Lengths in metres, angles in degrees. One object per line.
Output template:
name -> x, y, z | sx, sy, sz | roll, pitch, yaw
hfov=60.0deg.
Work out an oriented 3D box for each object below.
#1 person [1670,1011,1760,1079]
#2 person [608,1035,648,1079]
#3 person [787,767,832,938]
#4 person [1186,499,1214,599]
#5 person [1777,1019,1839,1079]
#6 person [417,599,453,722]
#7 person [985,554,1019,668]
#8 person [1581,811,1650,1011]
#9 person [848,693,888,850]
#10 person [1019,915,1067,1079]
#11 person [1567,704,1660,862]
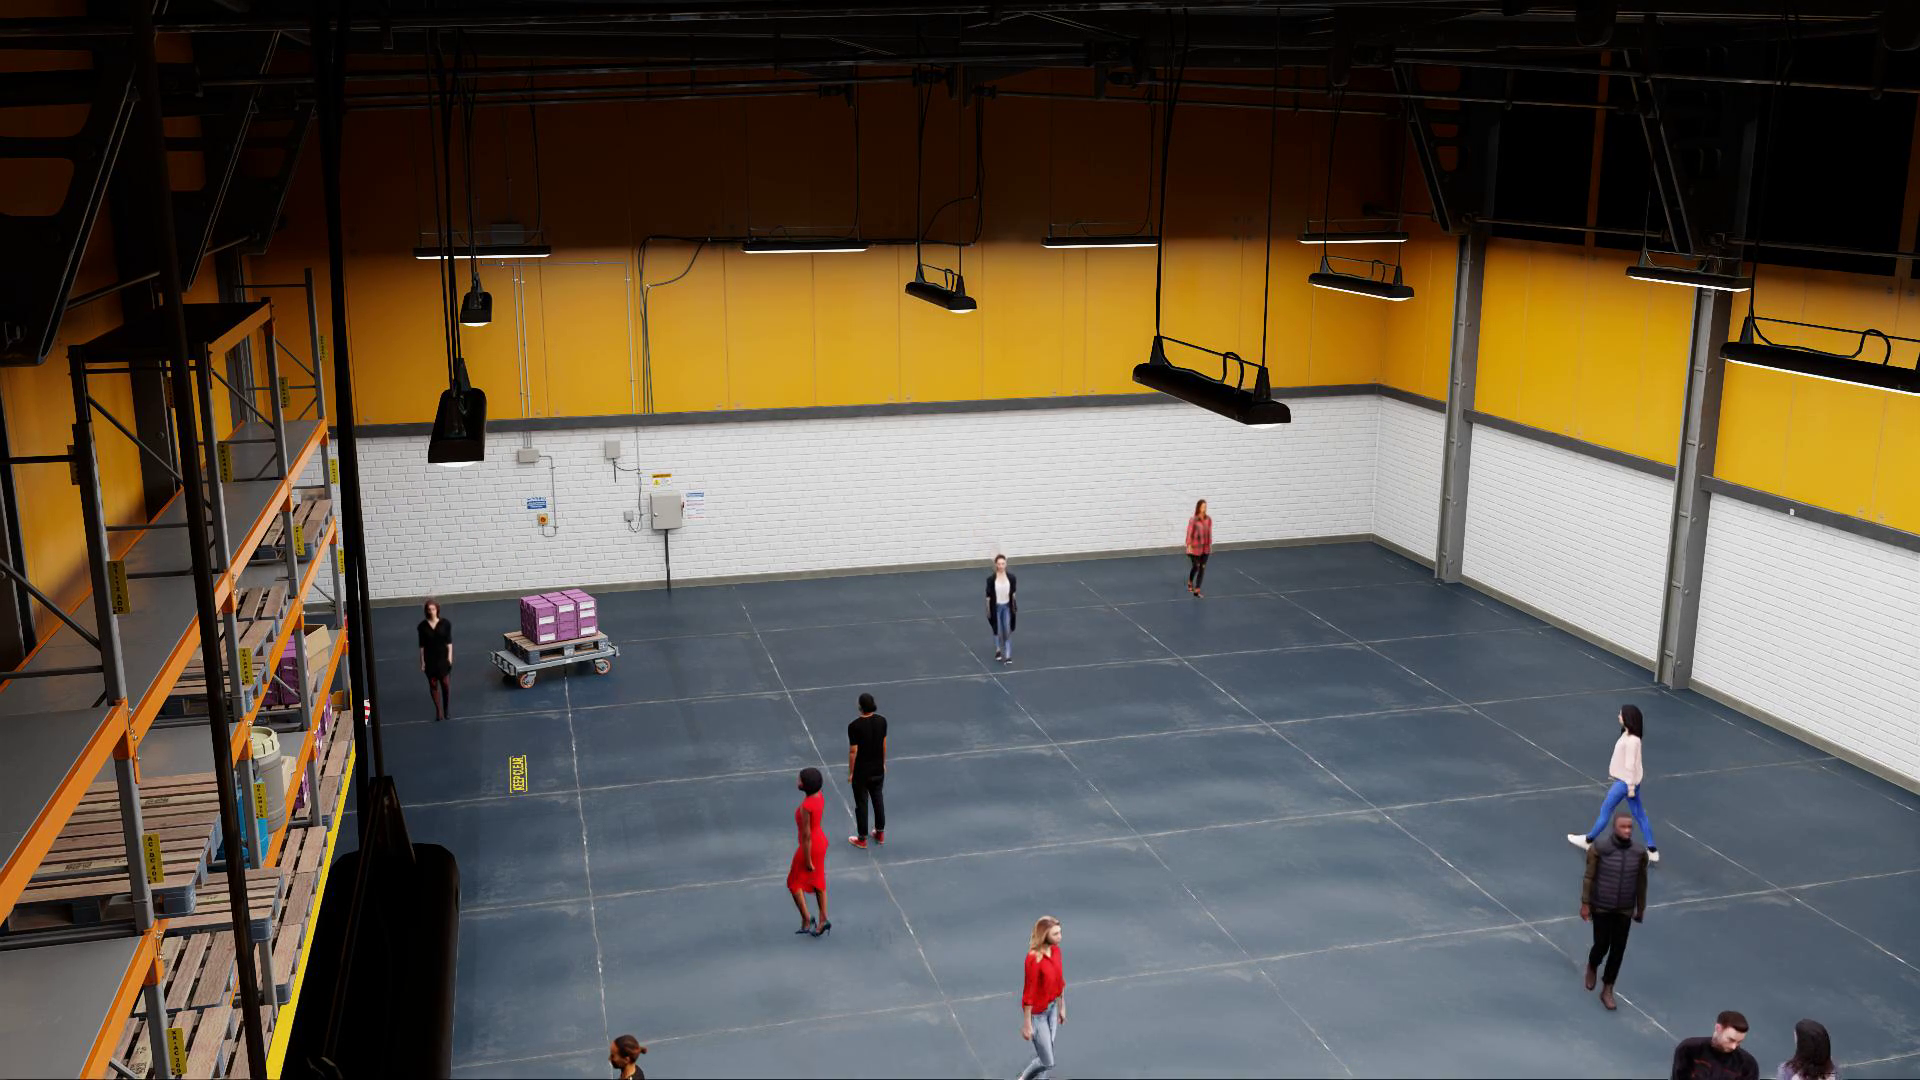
person -> 5.164, 4.055, 11.542 | 1.018, 1.880, 1.092 | 7, 15, 27
person -> -2.239, 4.175, 11.493 | 0.644, 1.669, 0.465 | -3, 14, -11
person -> -1.356, 3.033, 16.078 | 0.779, 1.732, 0.716 | 5, 14, 19
person -> 4.007, 0.134, 28.129 | 0.678, 1.695, 0.695 | -6, 15, -24
person -> 5.826, 4.157, 11.460 | 0.661, 1.720, 0.770 | -1, 14, -3
person -> -6.985, 1.582, 22.148 | 0.583, 1.695, 0.613 | -4, 14, -15
person -> 0.591, 1.019, 24.580 | 0.750, 1.643, 1.087 | -2, 14, -6
person -> 5.830, 3.264, 14.916 | 0.826, 1.829, 0.851 | 1, 14, 4
person -> -1.010, 2.503, 18.209 | 0.702, 1.758, 0.692 | -9, 16, -32
person -> 0.586, 3.746, 13.199 | 0.806, 1.699, 0.755 | 9, 17, 34
person -> 7.221, 2.634, 17.760 | 1.214, 1.714, 1.140 | 8, 16, 31
